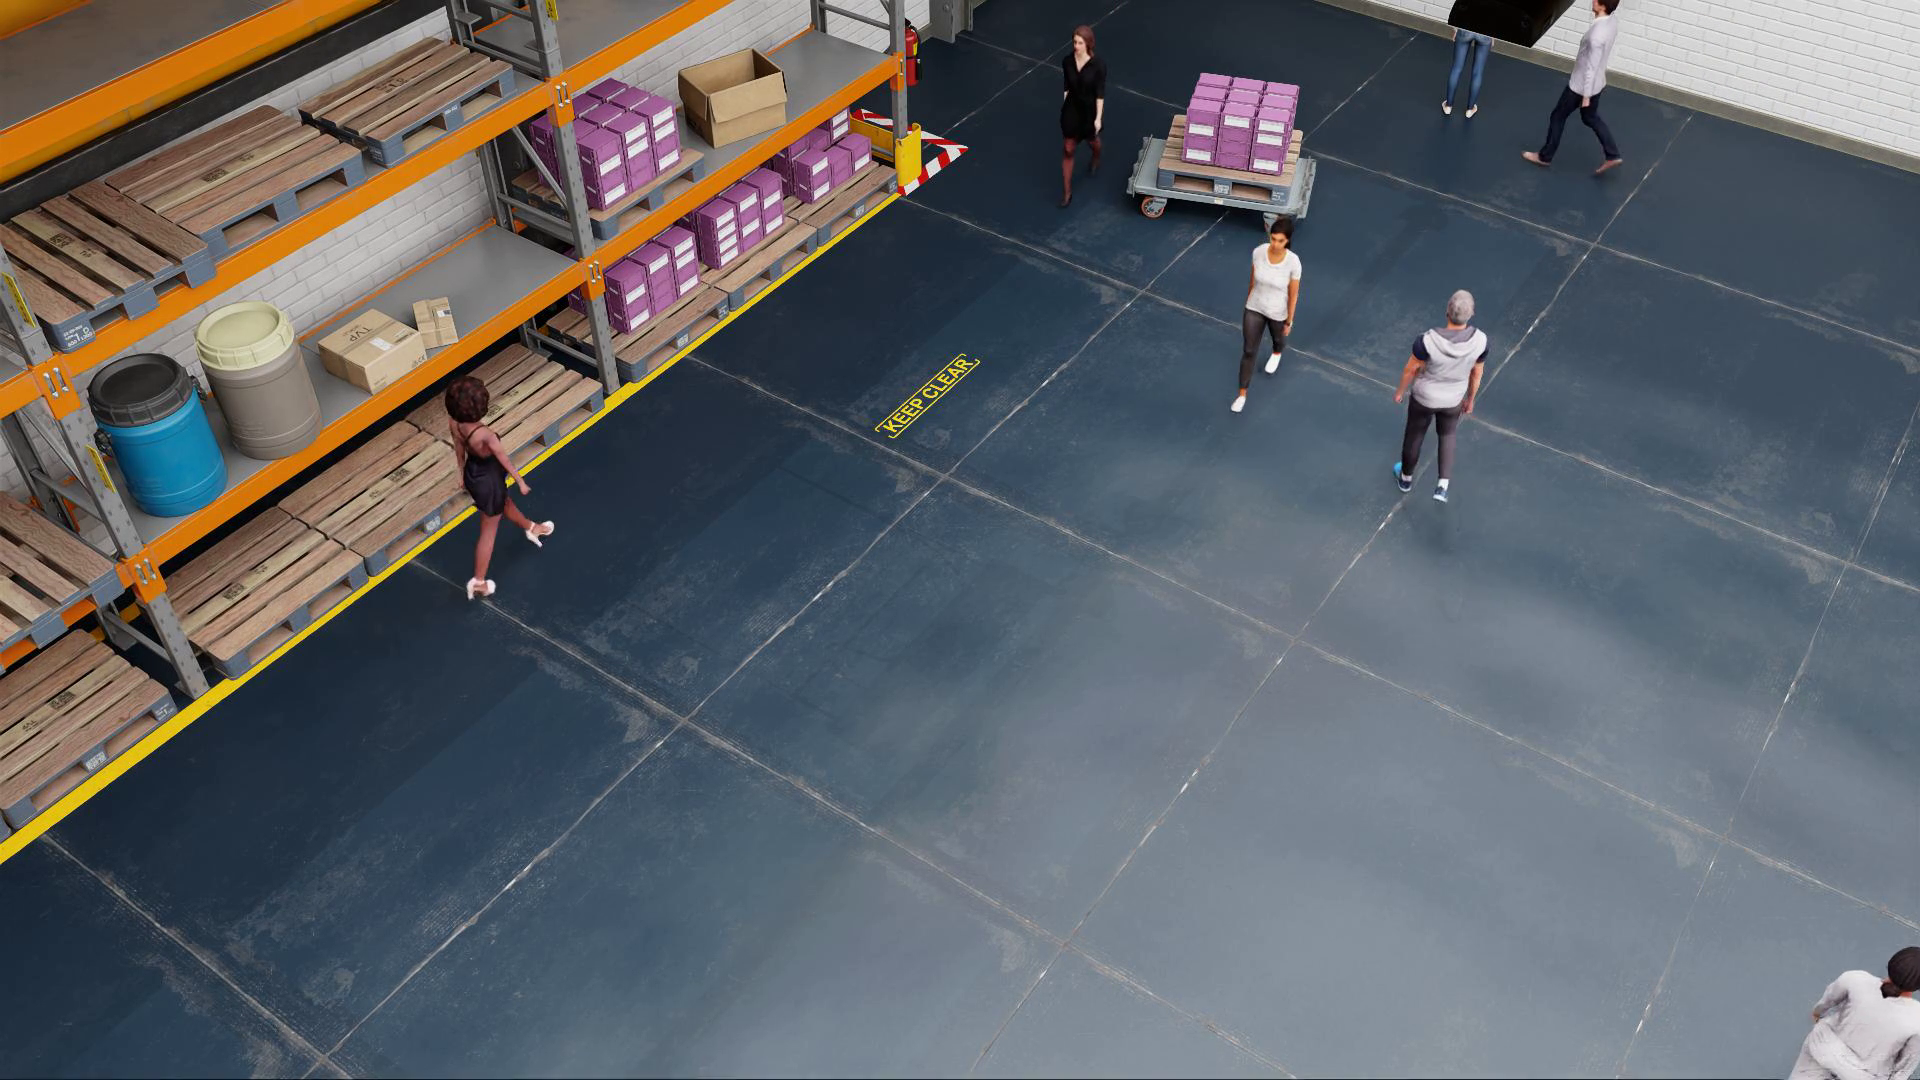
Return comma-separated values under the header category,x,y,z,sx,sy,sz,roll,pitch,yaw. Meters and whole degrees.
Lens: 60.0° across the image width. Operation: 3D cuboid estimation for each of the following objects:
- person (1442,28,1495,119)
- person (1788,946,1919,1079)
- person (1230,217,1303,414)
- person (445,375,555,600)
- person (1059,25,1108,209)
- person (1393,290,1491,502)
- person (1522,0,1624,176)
category,x,y,z,sx,sy,sz,roll,pitch,yaw
person,5.055,-4.979,16.302,0.631,1.728,0.606,13,45,13
person,4.399,2.646,8.320,1.106,1.698,0.812,-34,53,-30
person,2.471,-1.850,13.114,0.671,1.596,1.180,20,47,20
person,-3.290,-0.306,11.391,0.583,1.737,1.082,25,49,24
person,1.164,-3.929,15.243,0.744,1.669,1.102,16,46,16
person,3.469,-0.971,12.033,0.959,1.815,1.037,0,44,0
person,5.908,-4.217,15.434,0.771,1.823,1.080,29,50,27
